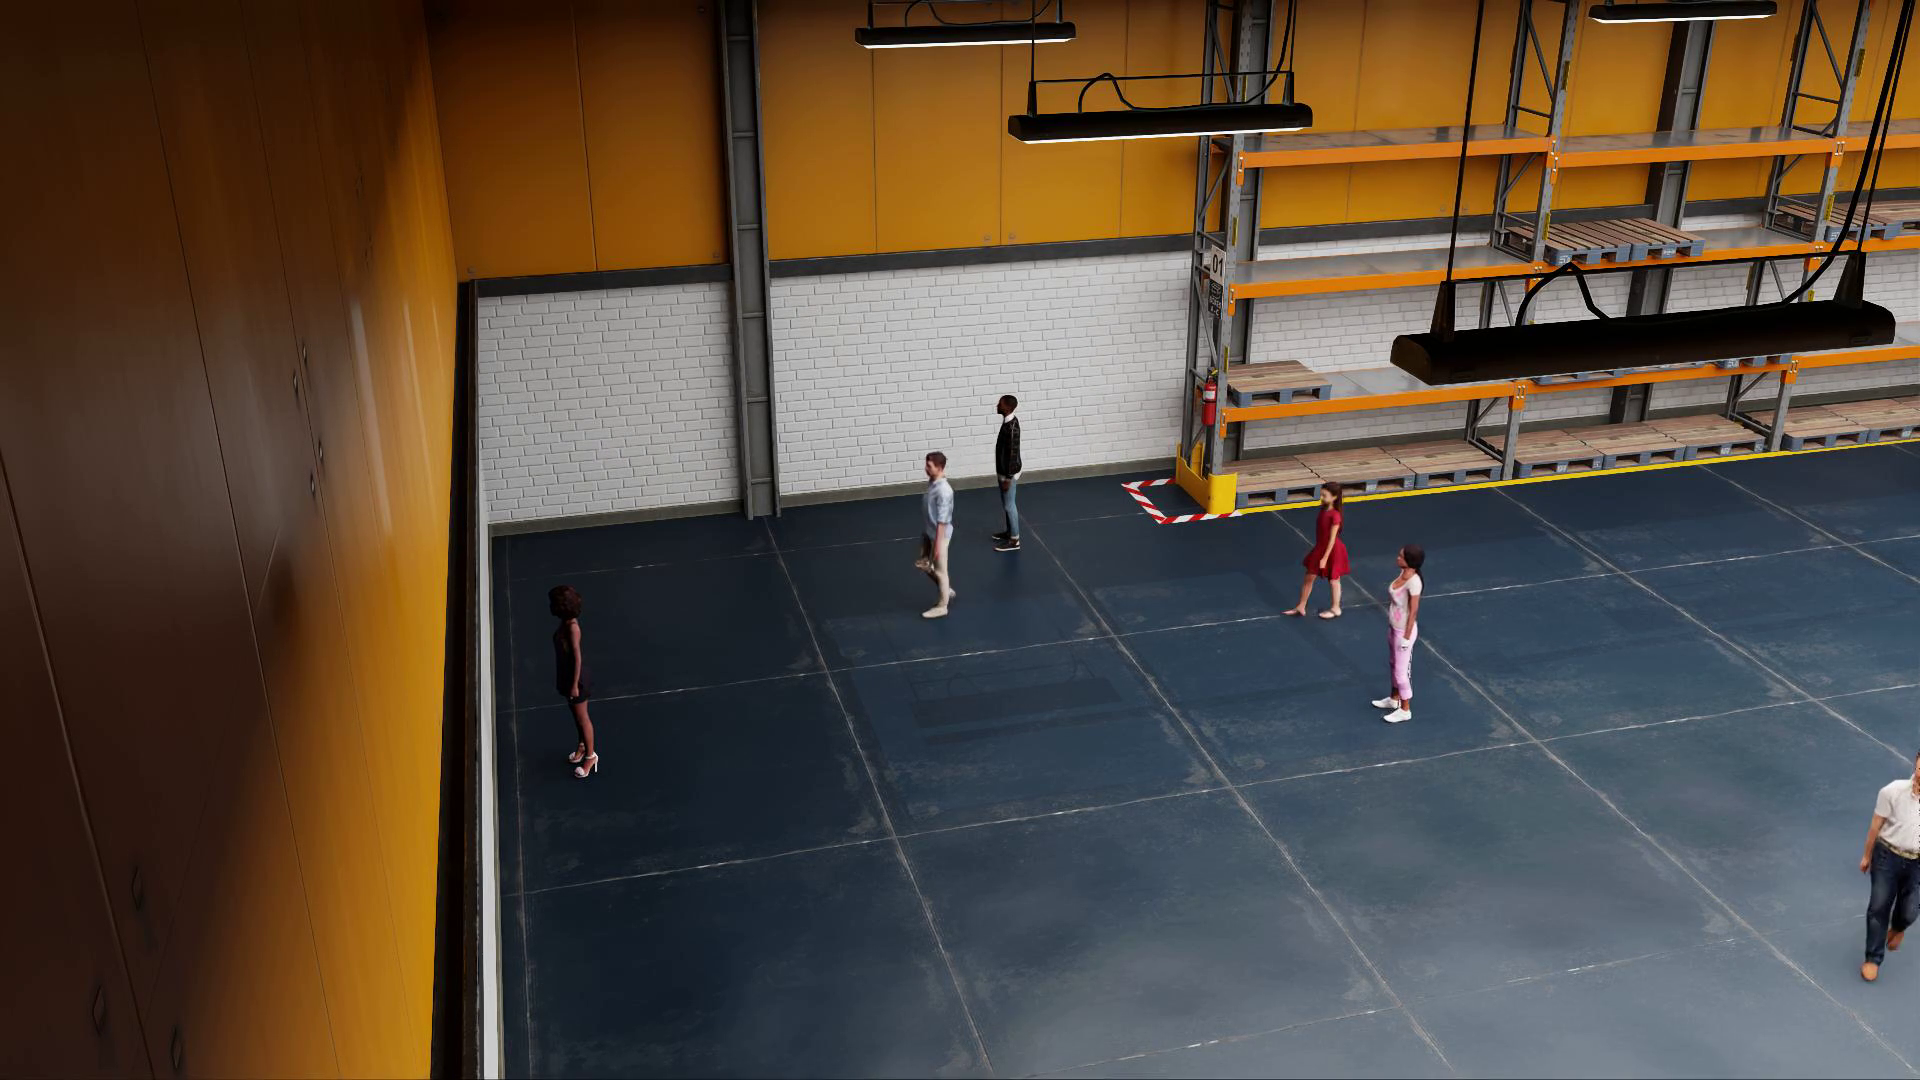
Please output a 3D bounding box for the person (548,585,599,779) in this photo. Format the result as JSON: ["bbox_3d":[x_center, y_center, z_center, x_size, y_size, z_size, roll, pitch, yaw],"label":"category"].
[{"bbox_3d":[-3.334,1.205,14.367,0.565,1.789,0.593,-9,25,-20],"label":"person"}]

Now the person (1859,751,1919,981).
[{"bbox_3d":[6.753,2.255,11.898,0.933,1.842,1.006,15,28,31],"label":"person"}]

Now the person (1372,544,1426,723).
[{"bbox_3d":[4.071,0.837,15.269,0.629,1.741,0.655,1,24,2],"label":"person"}]

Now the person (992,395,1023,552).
[{"bbox_3d":[0.559,-0.782,18.874,0.623,1.821,0.715,-1,24,-3],"label":"person"}]

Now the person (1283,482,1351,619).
[{"bbox_3d":[3.879,0.116,17.184,0.874,1.528,0.582,-9,25,-20],"label":"person"}]

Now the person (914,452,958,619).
[{"bbox_3d":[-0.152,-0.058,17.191,0.678,1.841,0.680,-8,25,-17],"label":"person"}]
